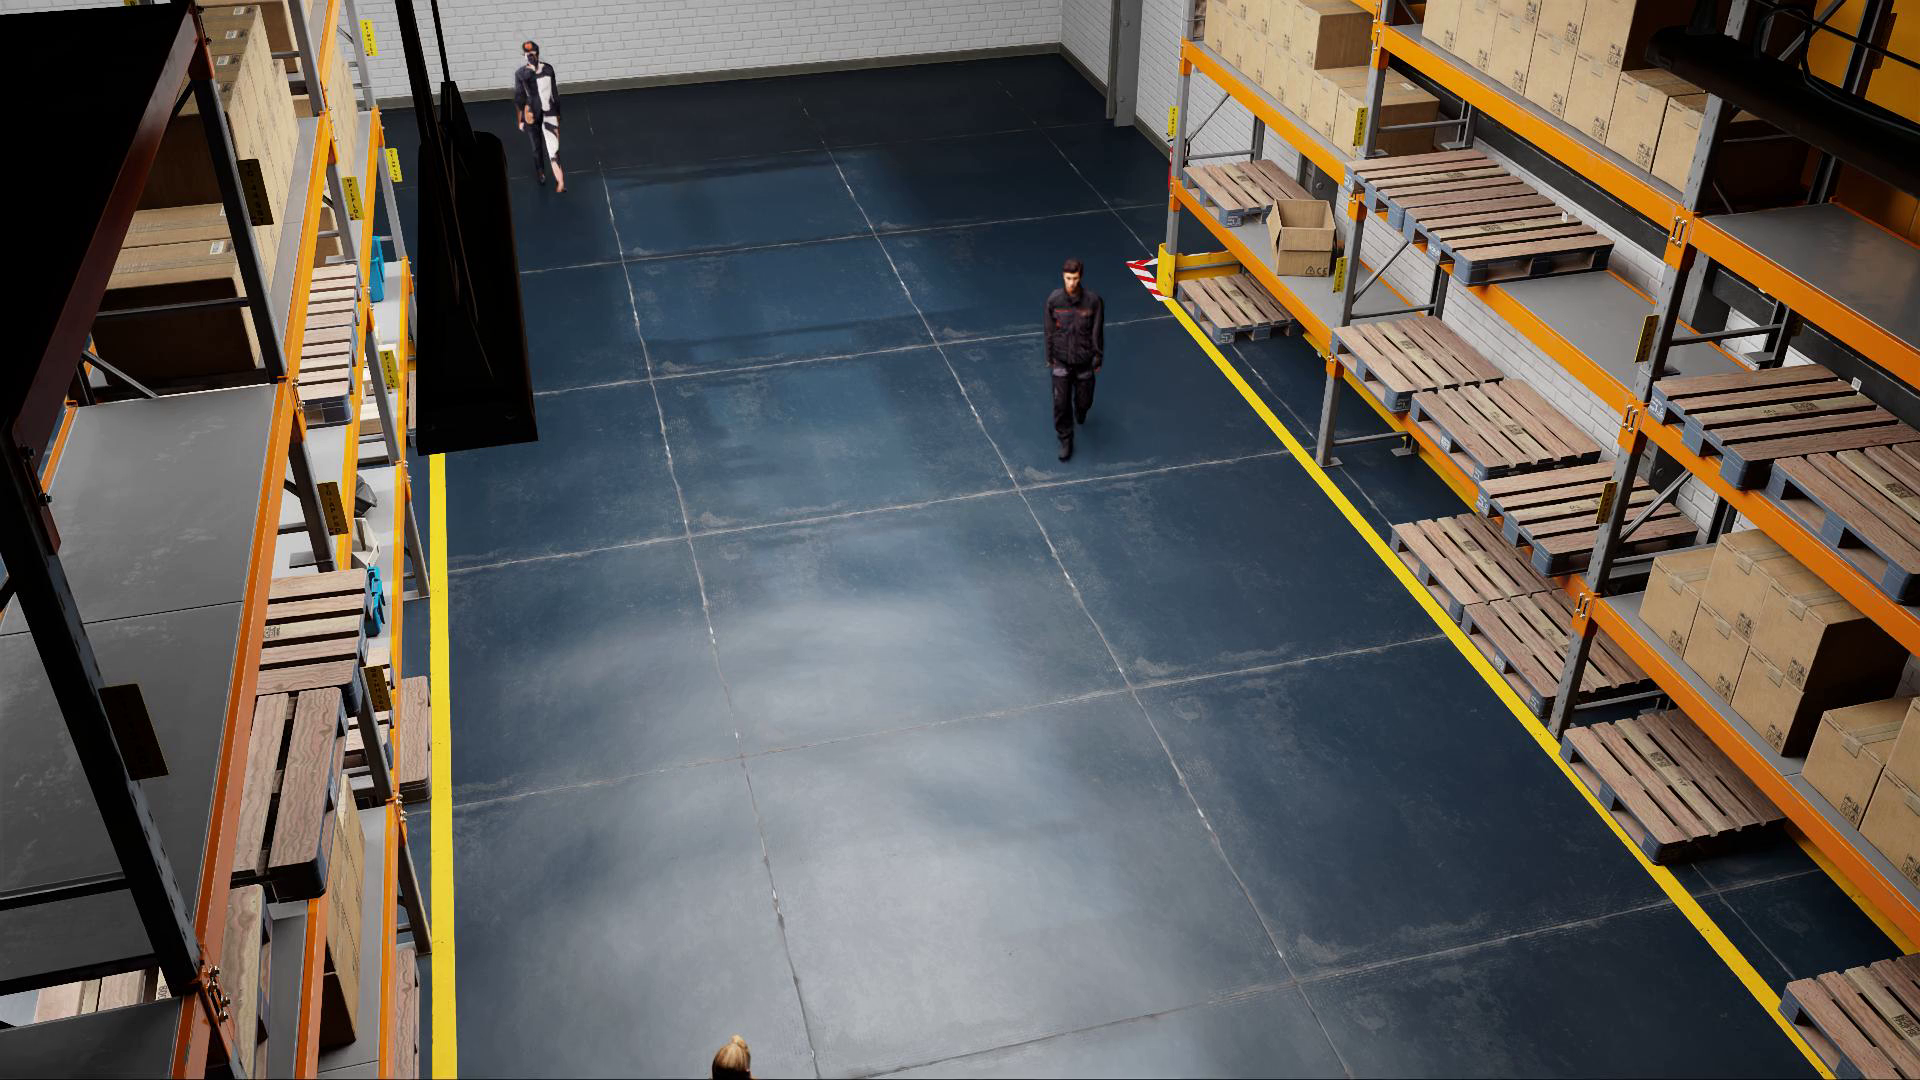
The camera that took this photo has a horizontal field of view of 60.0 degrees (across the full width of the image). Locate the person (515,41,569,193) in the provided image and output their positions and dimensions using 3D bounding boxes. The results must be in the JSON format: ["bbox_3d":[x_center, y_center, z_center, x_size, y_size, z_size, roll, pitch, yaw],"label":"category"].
[{"bbox_3d":[-5.256,-5.291,20.740,0.852,1.843,1.229,-13,36,-19],"label":"person"}]

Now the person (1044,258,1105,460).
[{"bbox_3d":[1.053,-1.724,15.296,0.944,1.929,1.103,5,34,7],"label":"person"}]
